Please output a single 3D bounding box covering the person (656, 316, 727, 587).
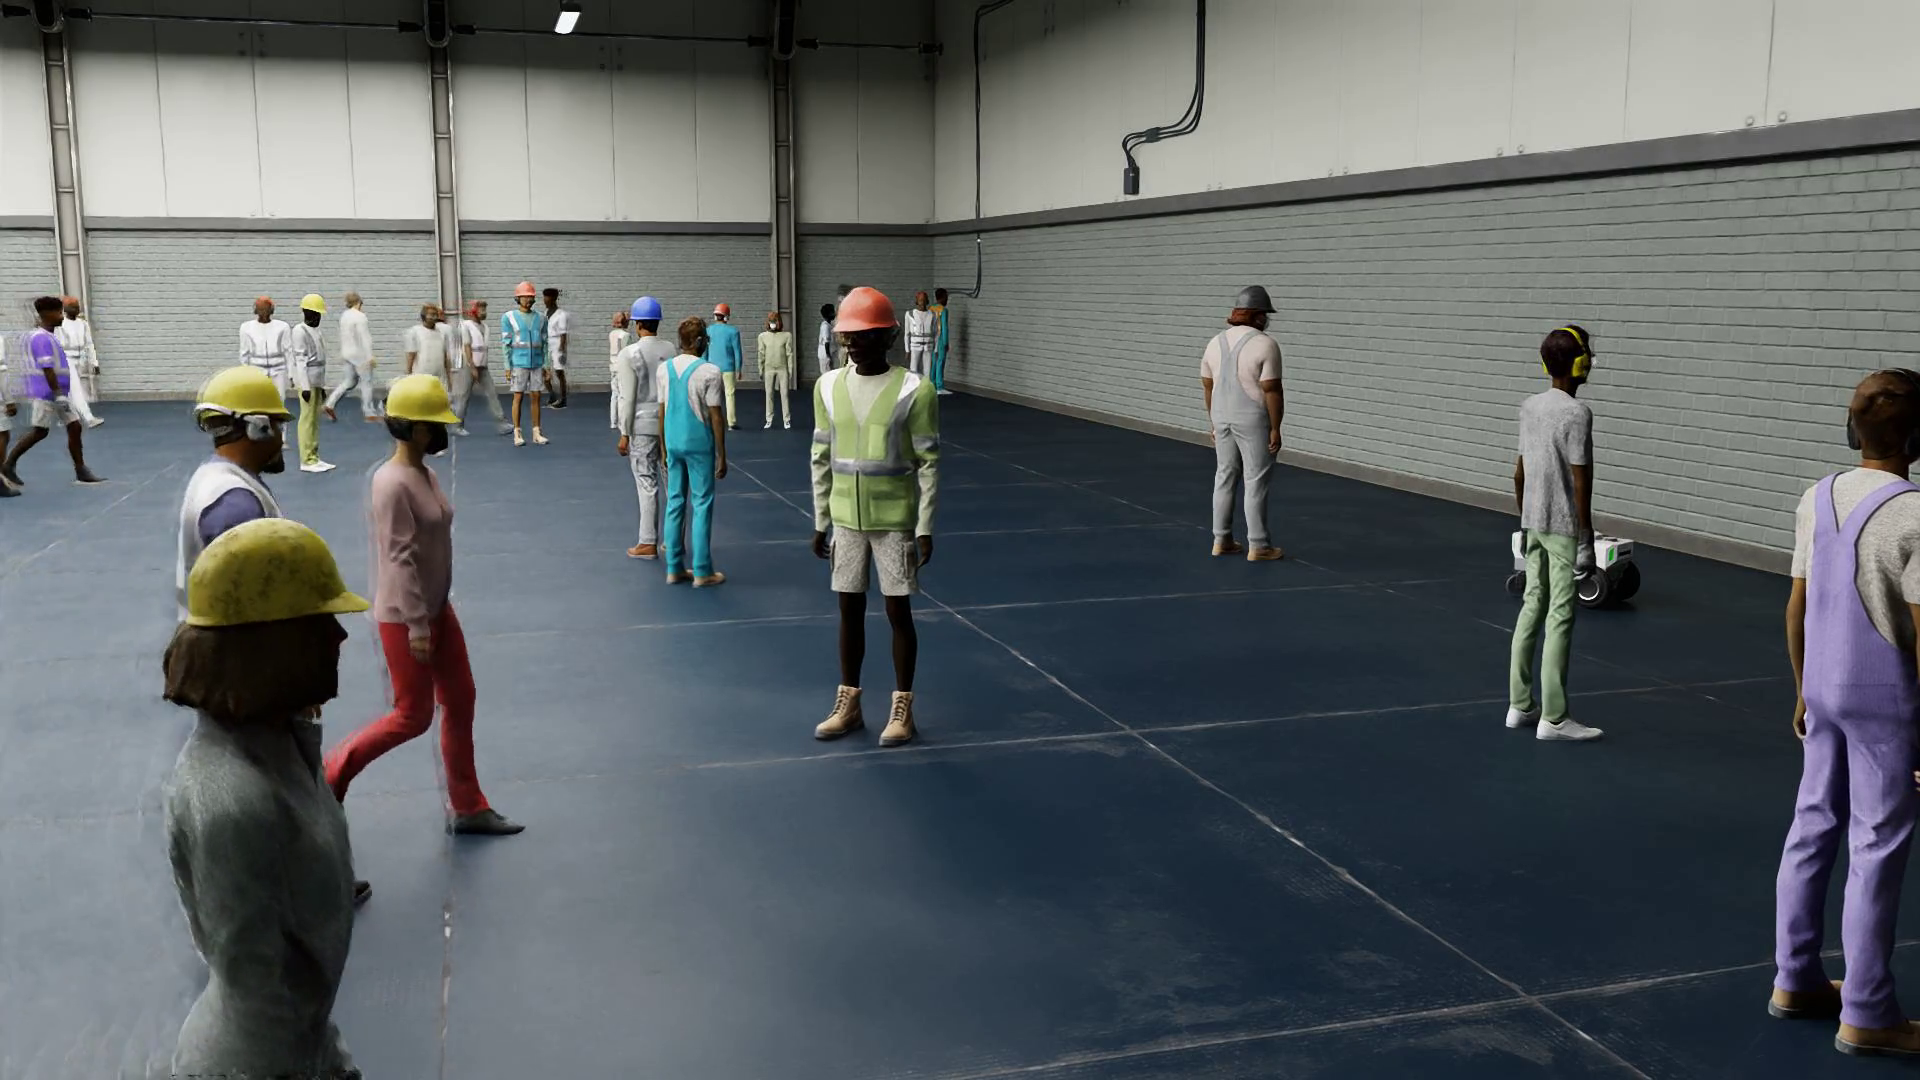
[{"bbox_3d":[-1.804,-0.590,11.243,0.512,1.835,0.359,4,10,24],"label":"person"}]

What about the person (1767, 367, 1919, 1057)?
[{"bbox_3d":[2.459,0.460,4.488,0.337,1.846,0.514,-2,9,-15],"label":"person"}]

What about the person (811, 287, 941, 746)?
[{"bbox_3d":[-0.394,-0.095,7.406,0.610,2.043,0.397,4,10,22],"label":"person"}]

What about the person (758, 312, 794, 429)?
[{"bbox_3d":[-2.560,-2.356,23.167,0.499,1.627,0.279,0,9,1],"label":"person"}]

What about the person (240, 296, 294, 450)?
[{"bbox_3d":[-8.421,-2.025,20.235,0.582,1.882,0.345,-4,10,-23],"label":"person"}]

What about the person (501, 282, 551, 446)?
[{"bbox_3d":[-5.425,-2.208,20.873,0.608,2.048,0.368,-7,11,-36],"label":"person"}]

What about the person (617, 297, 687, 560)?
[{"bbox_3d":[-2.287,-0.827,12.375,0.400,1.949,0.605,9,12,44],"label":"person"}]

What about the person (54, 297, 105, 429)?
[{"bbox_3d":[-12.354,-2.468,23.238,1.000,1.825,0.601,3,9,19],"label":"person"}]

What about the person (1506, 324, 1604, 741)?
[{"bbox_3d":[2.715,-0.032,7.538,0.323,1.876,0.528,-3,9,-16],"label":"person"}]

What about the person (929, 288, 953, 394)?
[{"bbox_3d":[-0.395,-3.595,30.141,0.391,1.916,0.590,-5,10,-29],"label":"person"}]

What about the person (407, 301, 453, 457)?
[{"bbox_3d":[-6.230,-1.880,19.499,0.469,1.827,0.509,8,12,42],"label":"person"}]

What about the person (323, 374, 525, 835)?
[{"bbox_3d":[-2.022,0.262,6.066,0.700,1.741,0.527,0,9,1],"label":"person"}]

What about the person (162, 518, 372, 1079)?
[{"bbox_3d":[-1.142,0.821,2.566,0.692,1.723,0.484,-2,9,-12],"label":"person"}]

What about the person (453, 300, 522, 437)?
[{"bbox_3d":[-6.304,-2.241,21.891,0.969,1.794,0.593,3,10,21],"label":"person"}]

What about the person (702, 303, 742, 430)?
[{"bbox_3d":[-3.271,-2.386,22.944,0.573,1.749,0.343,2,9,10],"label":"person"}]

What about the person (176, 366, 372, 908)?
[{"bbox_3d":[-2.177,0.366,5.222,0.527,1.802,0.684,-3,10,-21],"label":"person"}]

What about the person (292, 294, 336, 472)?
[{"bbox_3d":[-7.009,-1.696,18.025,0.392,1.917,0.589,-1,9,-3],"label":"person"}]

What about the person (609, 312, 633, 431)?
[{"bbox_3d":[-4.665,-2.324,22.936,0.311,1.632,0.519,-7,11,-38],"label":"person"}]

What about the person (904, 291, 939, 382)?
[{"bbox_3d":[-0.619,-3.099,27.069,0.573,1.887,0.356,-2,9,-13],"label":"person"}]

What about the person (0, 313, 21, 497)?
[{"bbox_3d":[-9.266,-1.361,15.861,0.559,1.924,0.421,4,10,24],"label":"person"}]

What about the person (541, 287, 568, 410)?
[{"bbox_3d":[-6.511,-3.039,26.470,0.645,1.947,0.536,8,12,40],"label":"person"}]

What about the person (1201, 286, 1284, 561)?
[{"bbox_3d":[2.166,-0.877,12.400,0.536,2.000,0.688,-7,12,-40],"label":"person"}]

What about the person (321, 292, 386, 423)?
[{"bbox_3d":[-8.791,-2.623,24.008,0.800,1.905,0.708,-7,11,-38],"label":"person"}]

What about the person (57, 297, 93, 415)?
[{"bbox_3d":[-13.637,-2.802,25.397,0.489,1.815,0.586,-3,10,-21],"label":"person"}]

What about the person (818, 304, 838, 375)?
[{"bbox_3d":[-2.082,-2.873,26.228,0.320,1.698,0.531,-1,9,-4],"label":"person"}]

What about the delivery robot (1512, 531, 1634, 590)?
[{"bbox_3d":[3.952,0.075,10.755,0.477,0.478,0.707,-9,13,-44],"label":"delivery robot"}]

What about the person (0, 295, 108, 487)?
[{"bbox_3d":[-9.202,-1.484,16.674,0.955,1.937,0.597,-2,9,-15],"label":"person"}]
